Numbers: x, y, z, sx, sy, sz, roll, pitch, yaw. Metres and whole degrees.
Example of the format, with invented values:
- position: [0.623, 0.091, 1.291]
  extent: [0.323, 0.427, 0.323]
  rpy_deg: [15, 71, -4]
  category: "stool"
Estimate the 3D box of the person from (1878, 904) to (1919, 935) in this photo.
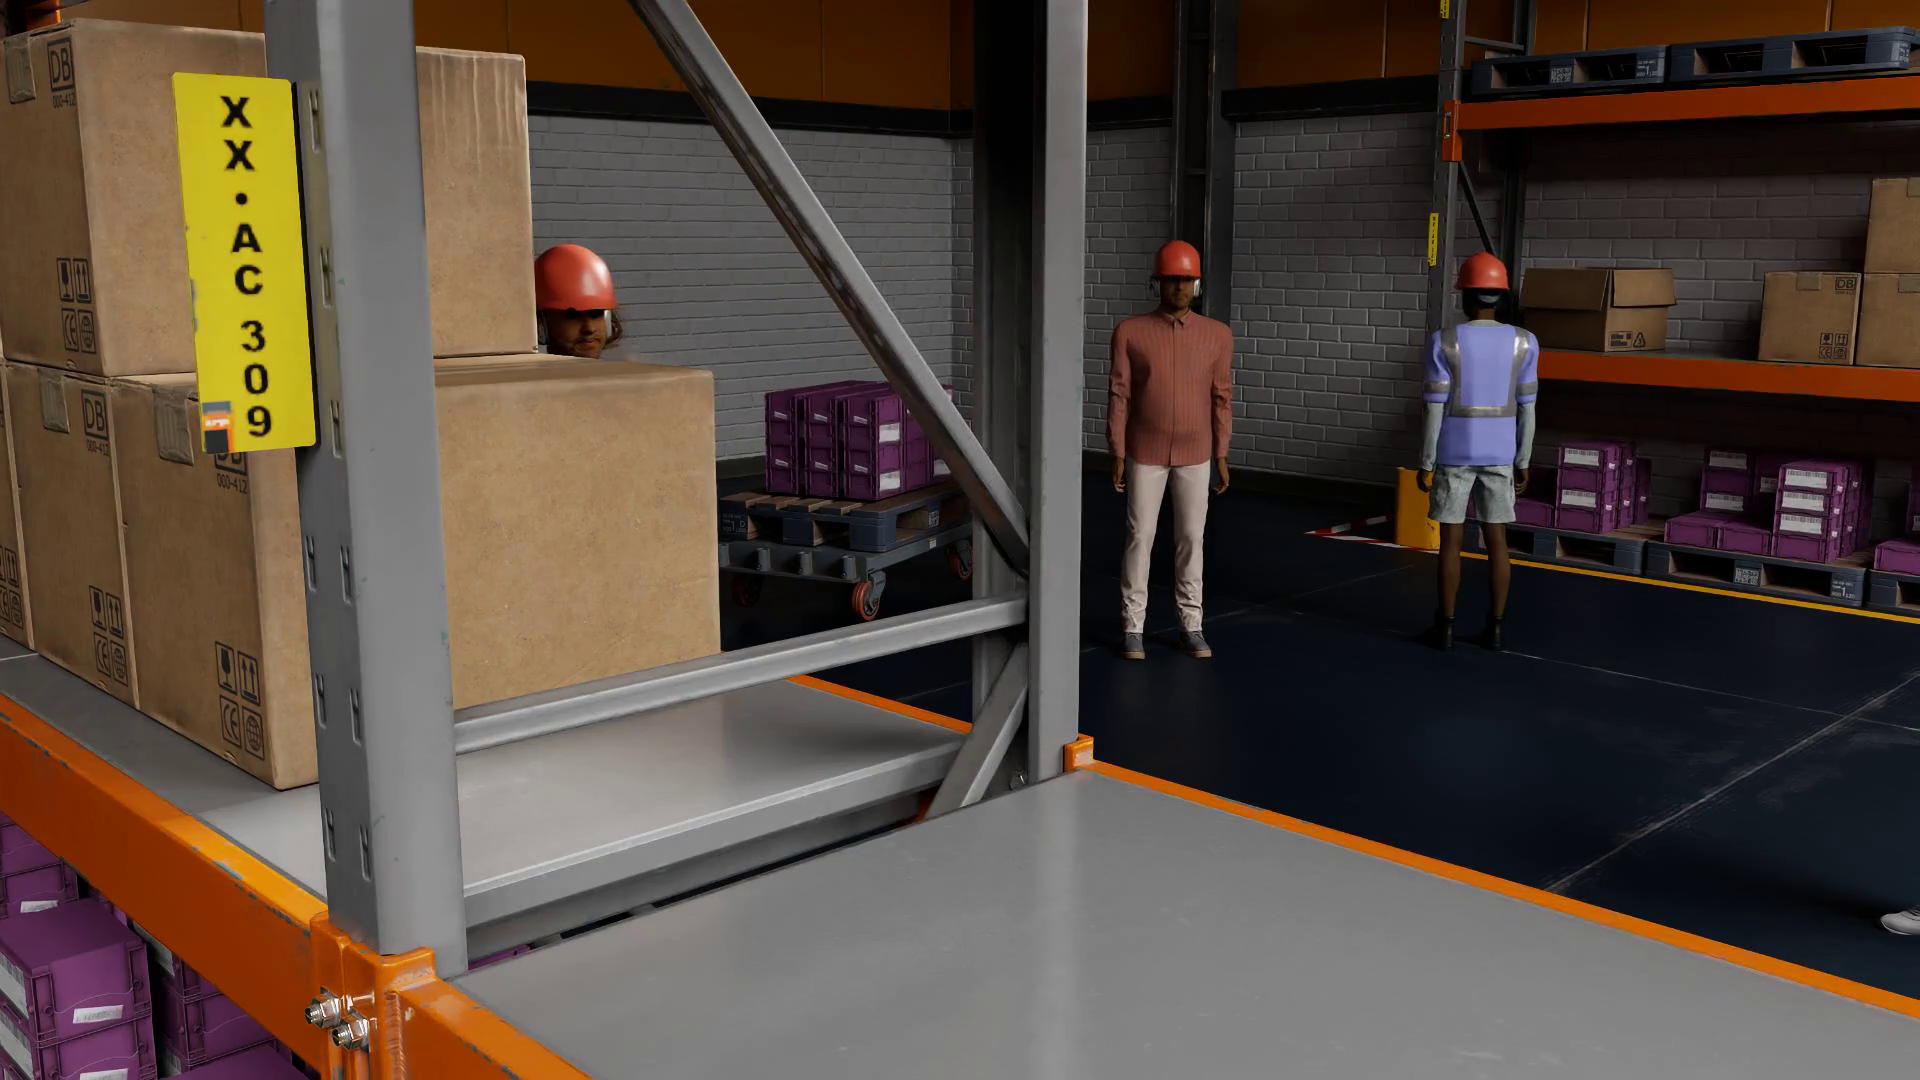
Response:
- position: [2.925, 0.243, 4.548]
  extent: [0.391, 1.920, 0.587]
  rpy_deg: [-2, 11, -11]
  category: "person"

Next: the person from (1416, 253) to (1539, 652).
- position: [2.499, -0.417, 8.099]
  extent: [0.552, 1.935, 0.364]
  rpy_deg: [0, 10, 2]
  category: "person"

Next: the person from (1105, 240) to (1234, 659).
- position: [1.002, -0.420, 7.951]
  extent: [0.612, 1.997, 0.376]
  rpy_deg: [-1, 10, -5]
  category: "person"

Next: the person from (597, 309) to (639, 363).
- position: [-2.180, -0.633, 10.160]
  extent: [0.508, 1.622, 0.368]
  rpy_deg: [6, 12, 31]
  category: "person"

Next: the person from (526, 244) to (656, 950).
- position: [-1.064, 0.187, 4.648]
  extent: [0.611, 1.996, 0.378]
  rpy_deg: [-9, 14, -42]
  category: "person"
